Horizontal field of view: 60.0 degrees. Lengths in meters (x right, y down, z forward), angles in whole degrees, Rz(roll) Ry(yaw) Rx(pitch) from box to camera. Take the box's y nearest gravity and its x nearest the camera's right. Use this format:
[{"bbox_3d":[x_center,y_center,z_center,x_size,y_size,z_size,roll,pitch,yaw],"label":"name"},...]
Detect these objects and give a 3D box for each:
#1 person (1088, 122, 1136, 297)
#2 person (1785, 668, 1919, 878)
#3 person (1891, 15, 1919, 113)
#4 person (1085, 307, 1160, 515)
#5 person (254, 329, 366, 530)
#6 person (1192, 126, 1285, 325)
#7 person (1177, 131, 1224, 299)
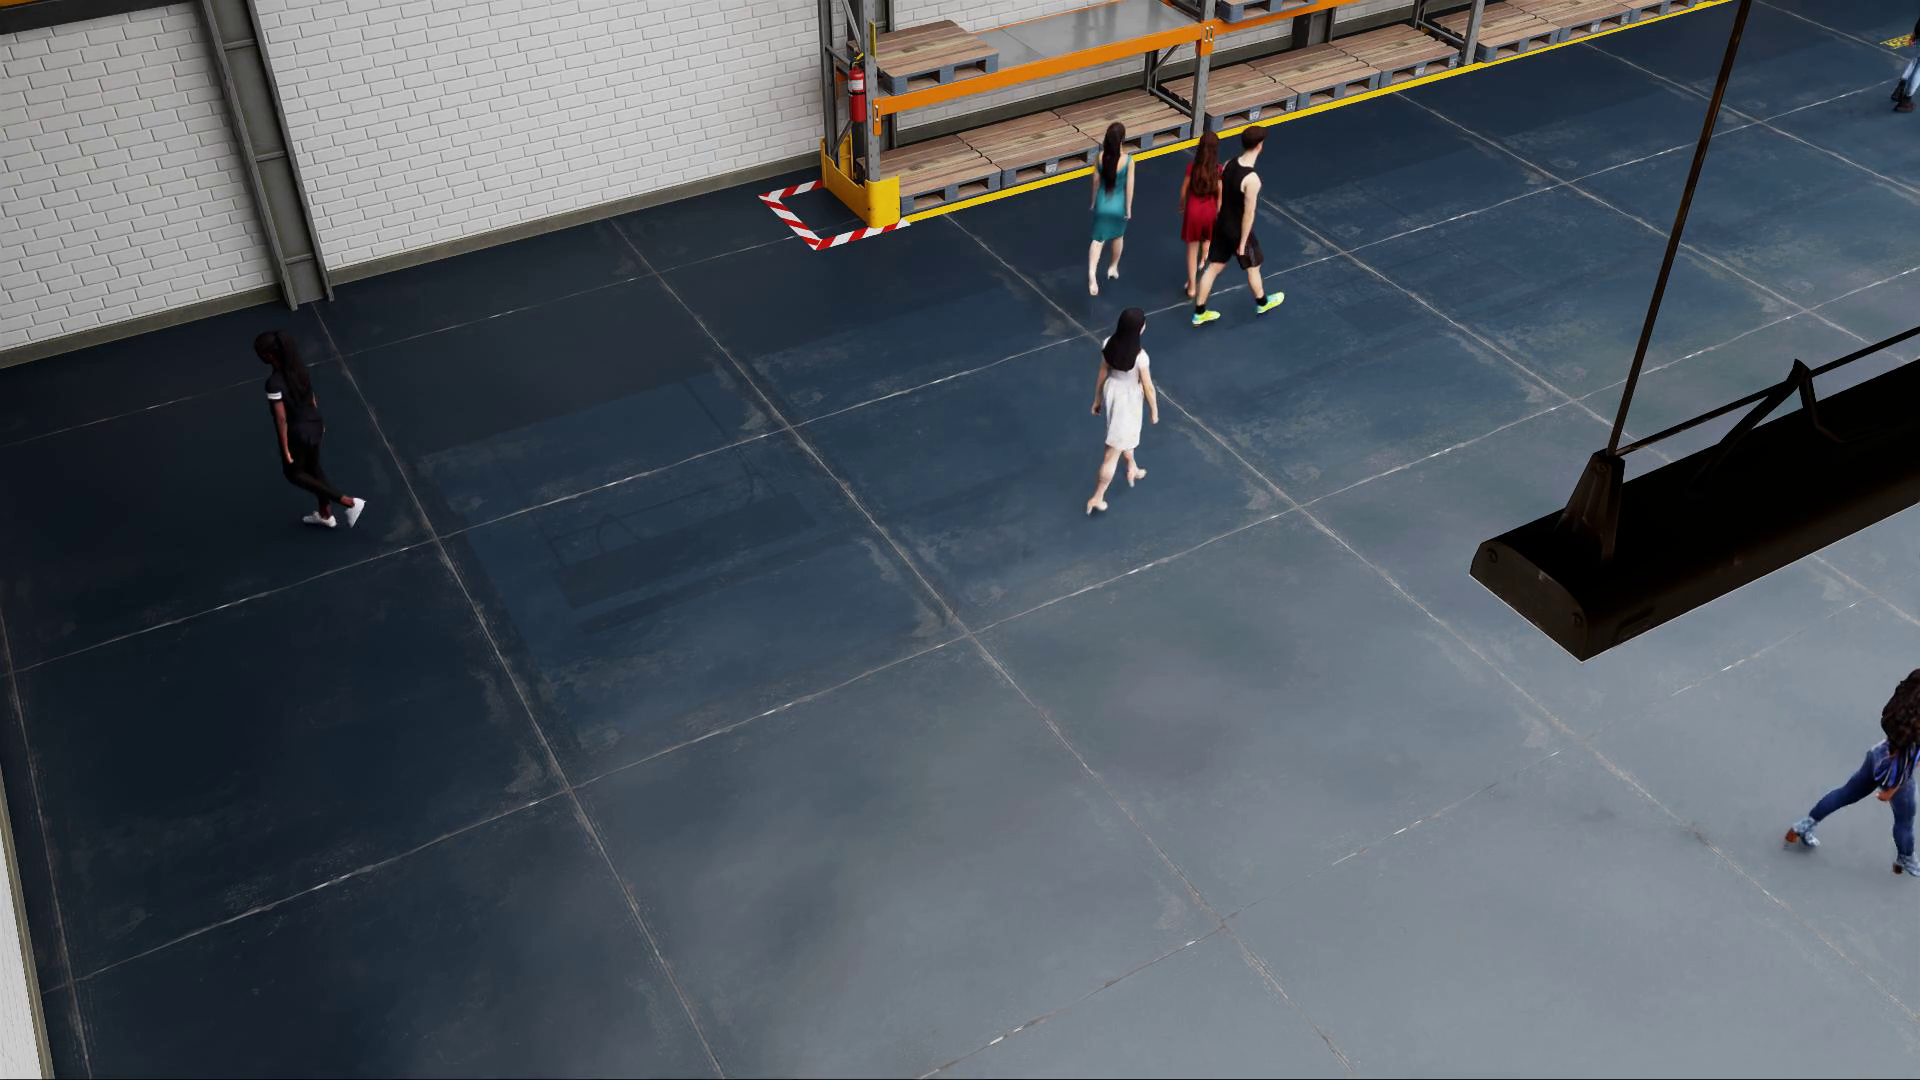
[{"bbox_3d":[1.355,-2.985,15.173,0.930,1.663,1.019,12,40,14],"label":"person"},{"bbox_3d":[5.409,1.349,9.813,1.115,1.579,1.049,9,39,11],"label":"person"},{"bbox_3d":[10.623,-5.517,18.317,0.656,1.694,0.625,-14,41,-17],"label":"person"},{"bbox_3d":[1.154,-0.917,12.514,0.778,1.749,1.017,31,48,33],"label":"person"},{"bbox_3d":[-4.820,-0.780,12.358,0.974,1.730,0.901,6,39,8],"label":"person"},{"bbox_3d":[2.359,-2.717,14.698,1.110,1.837,0.659,-20,43,-23],"label":"person"},{"bbox_3d":[2.199,-2.954,15.252,0.993,1.515,0.971,3,39,4],"label":"person"}]
